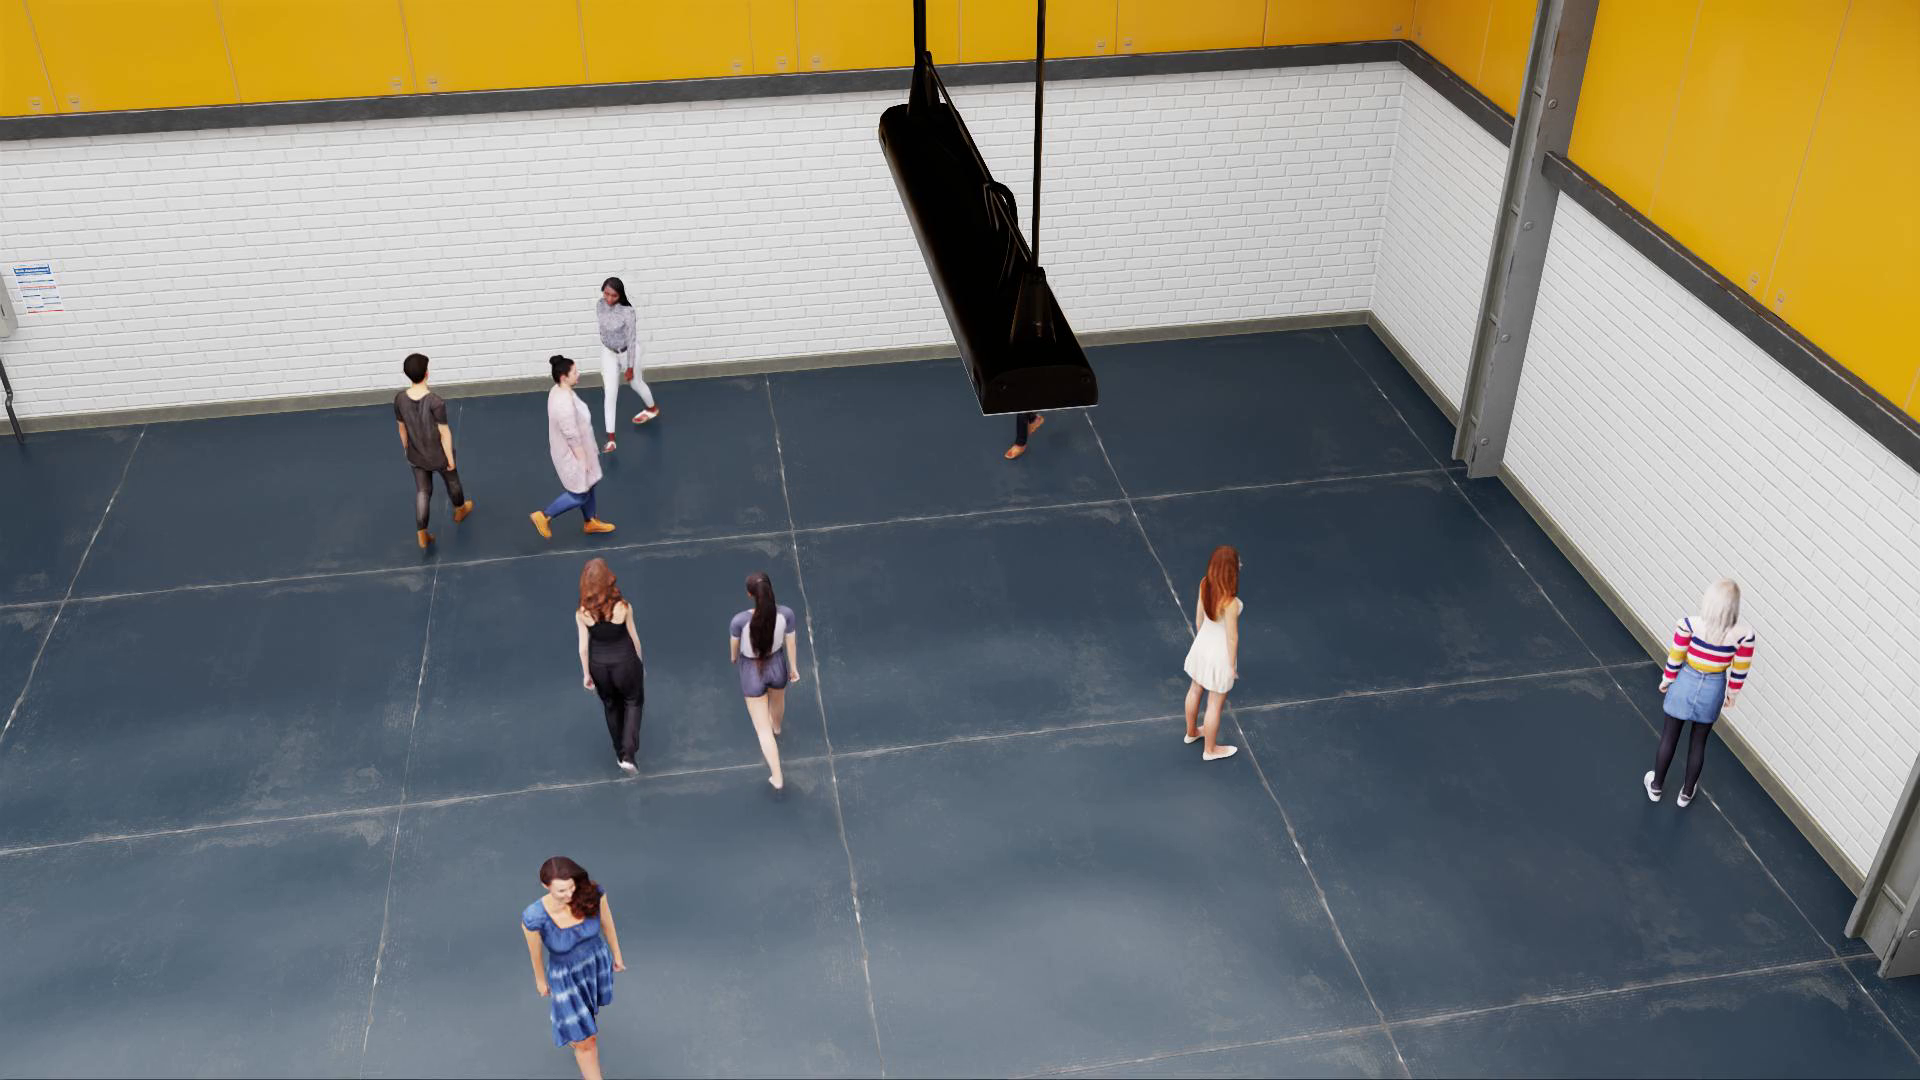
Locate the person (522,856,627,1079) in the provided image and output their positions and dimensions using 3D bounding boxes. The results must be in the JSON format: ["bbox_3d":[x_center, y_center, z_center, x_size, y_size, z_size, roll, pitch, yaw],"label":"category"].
[{"bbox_3d":[-2.121,2.370,9.156,0.941,1.781,1.109,-25,41,-32],"label":"person"}]

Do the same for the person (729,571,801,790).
[{"bbox_3d":[-1.326,0.983,11.404,0.771,1.602,1.126,-13,36,-19],"label":"person"}]

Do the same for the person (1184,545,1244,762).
[{"bbox_3d":[1.769,0.779,11.615,0.680,1.708,0.565,-16,37,-23],"label":"person"}]

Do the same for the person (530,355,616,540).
[{"bbox_3d":[-3.301,-0.727,13.864,0.768,1.727,0.851,-8,34,-12],"label":"person"}]

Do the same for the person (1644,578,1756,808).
[{"bbox_3d":[4.949,1.018,11.165,0.718,1.808,0.699,12,35,17],"label":"person"}]

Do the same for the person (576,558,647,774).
[{"bbox_3d":[-2.363,0.932,11.364,0.585,1.731,0.817,-4,34,-7],"label":"person"}]

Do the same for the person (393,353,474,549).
[{"bbox_3d":[-4.462,-0.708,13.876,0.875,1.682,1.142,5,34,7],"label":"person"}]

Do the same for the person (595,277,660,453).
[{"bbox_3d":[-3.091,-1.687,15.370,1.080,1.658,1.259,18,38,25],"label":"person"}]
